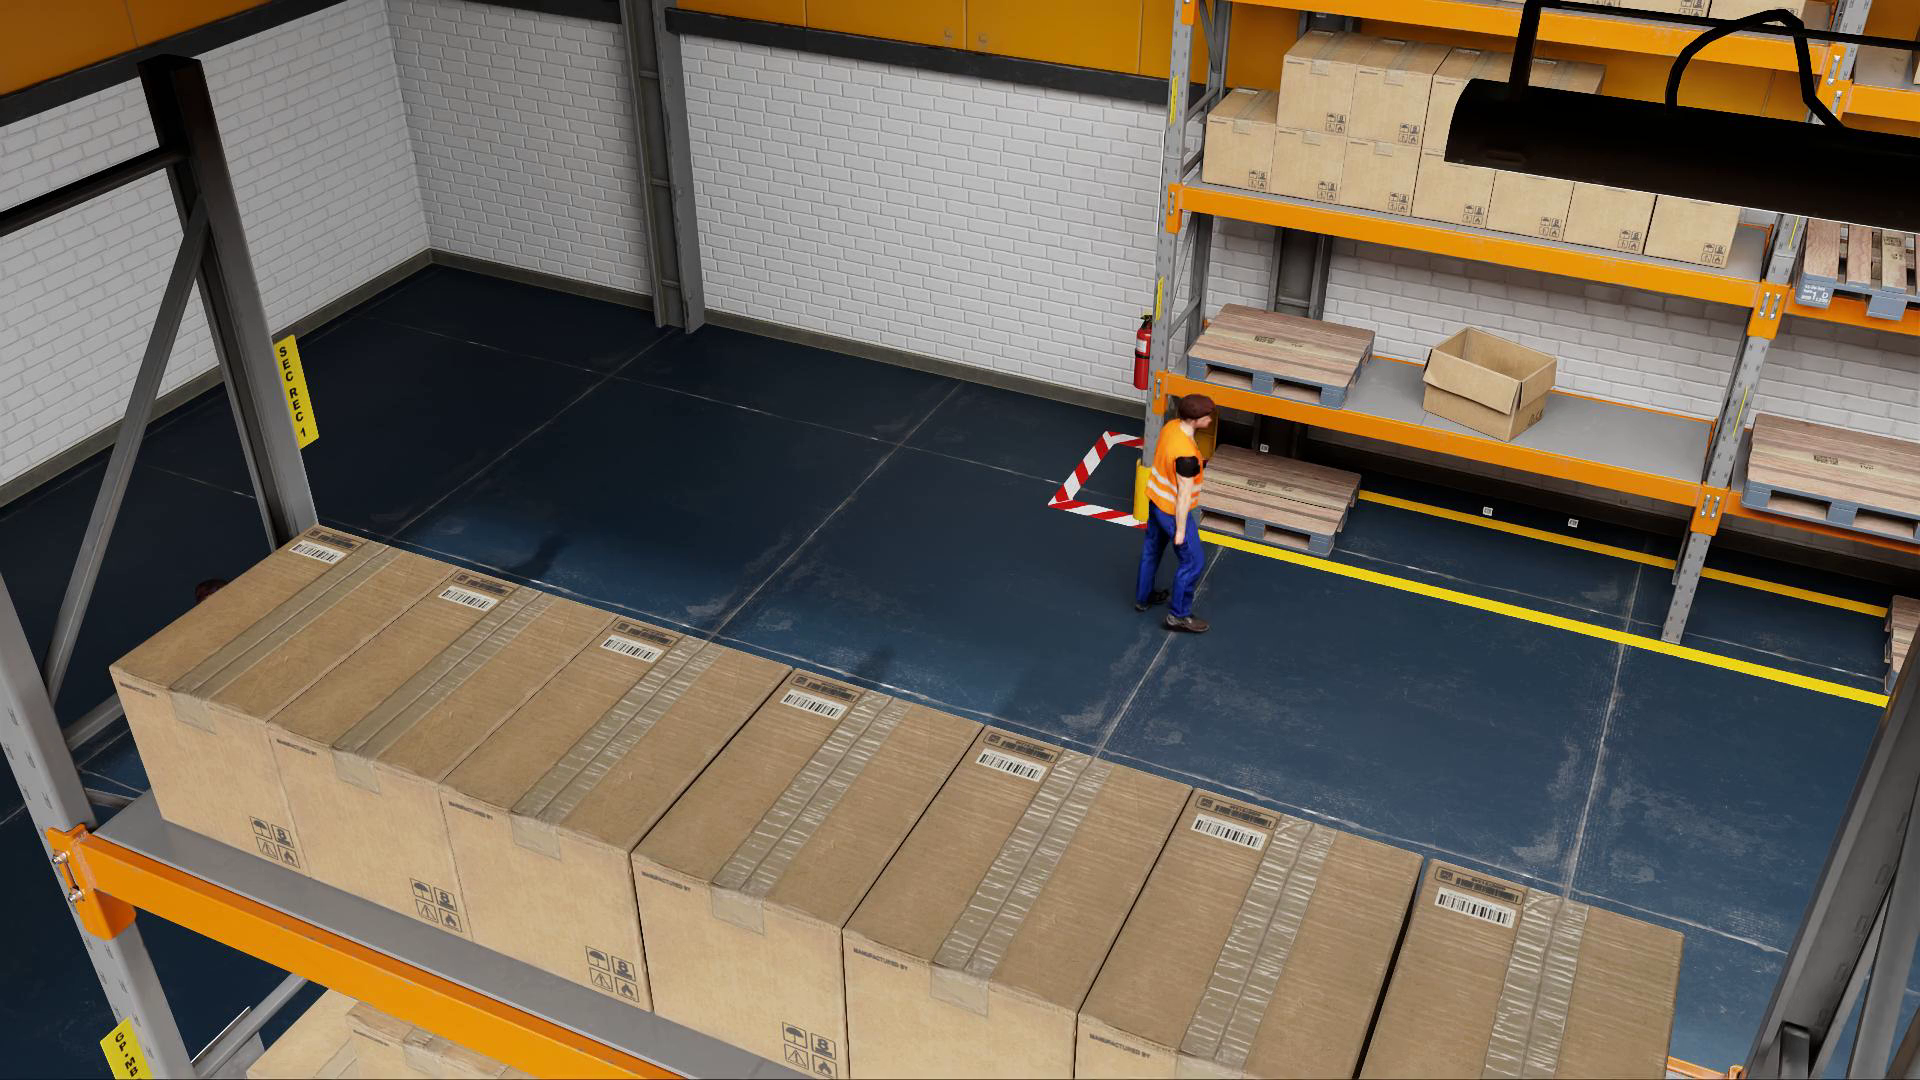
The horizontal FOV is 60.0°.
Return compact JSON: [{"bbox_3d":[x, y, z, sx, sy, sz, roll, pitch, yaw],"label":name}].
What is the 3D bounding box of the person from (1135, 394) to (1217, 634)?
[{"bbox_3d":[1.455,-0.224,11.753,0.926,1.862,0.884,-15,36,-21],"label":"person"}]
